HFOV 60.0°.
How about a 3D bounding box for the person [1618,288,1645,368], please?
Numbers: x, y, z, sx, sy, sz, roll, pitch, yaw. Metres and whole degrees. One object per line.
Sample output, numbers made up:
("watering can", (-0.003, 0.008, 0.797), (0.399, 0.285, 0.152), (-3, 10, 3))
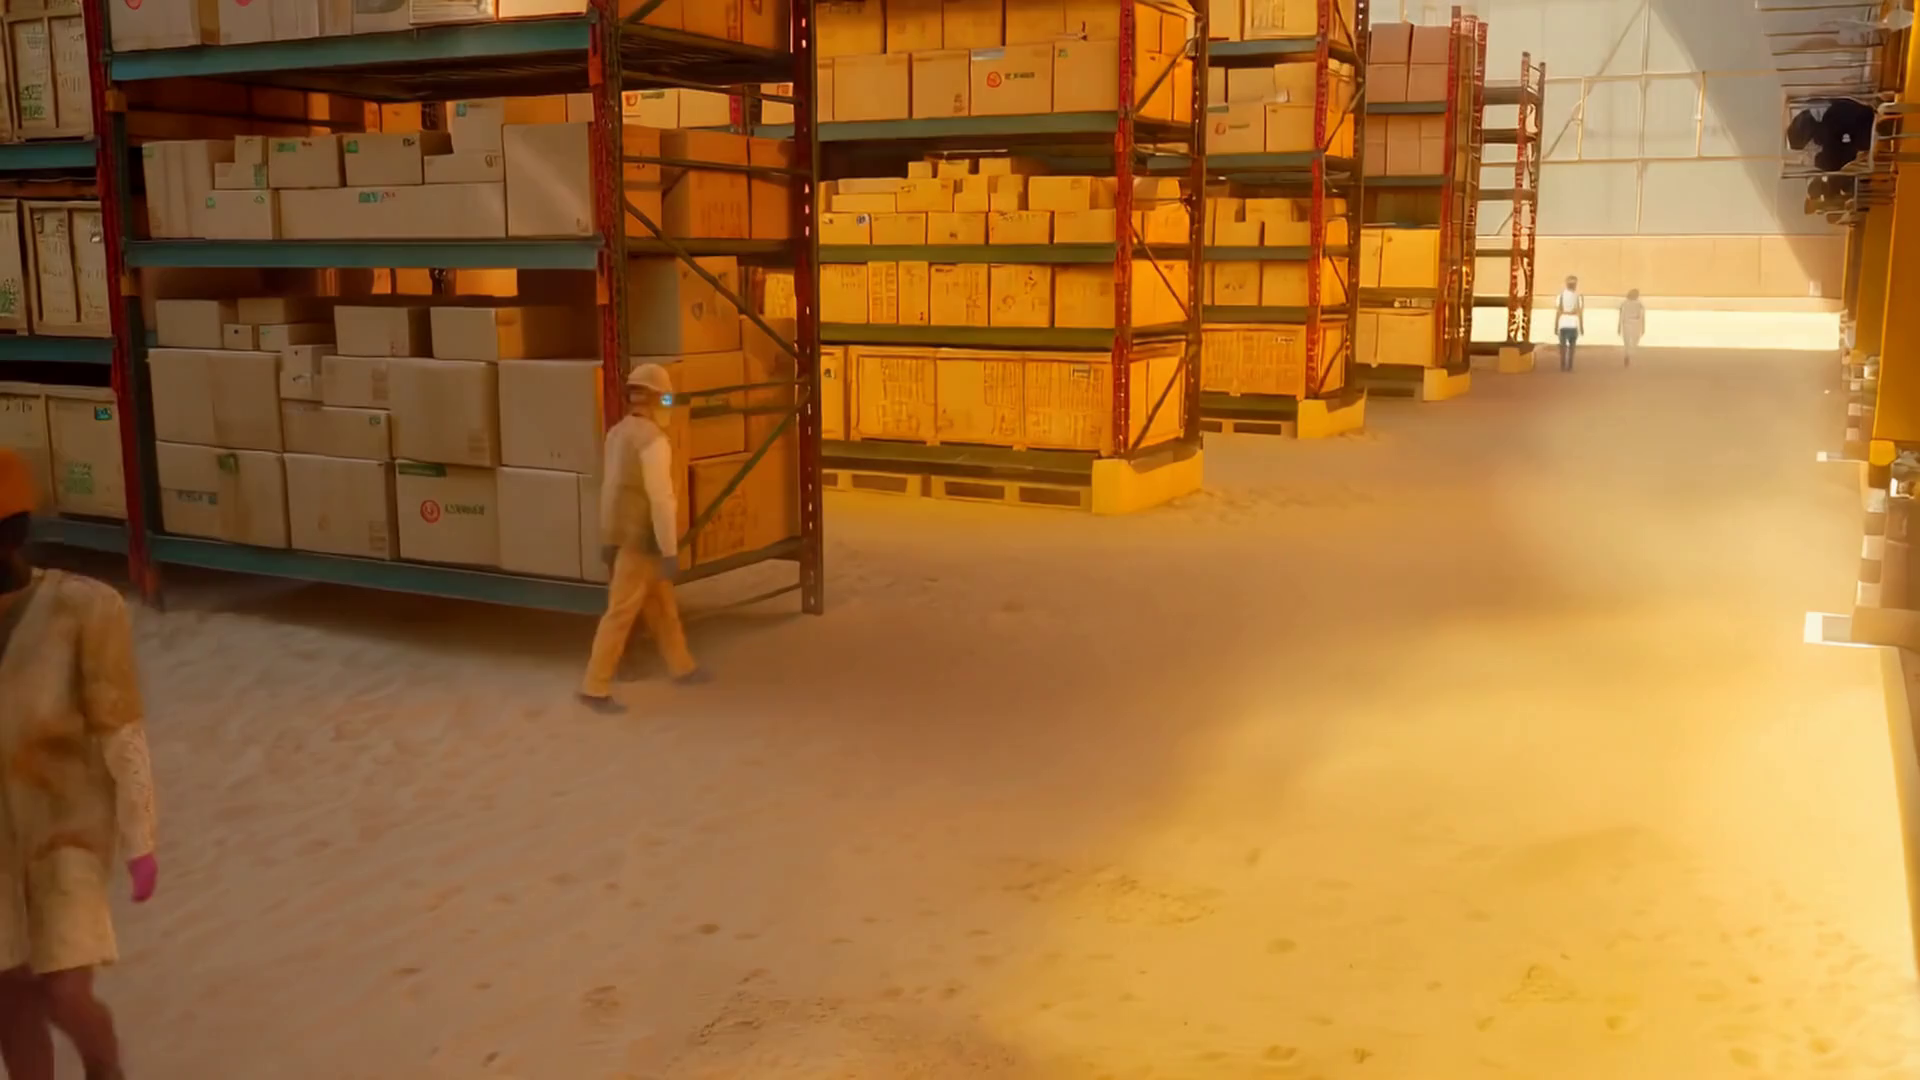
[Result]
("person", (13.529, -4.265, 33.564), (0.528, 1.619, 0.586), (8, 13, 40))

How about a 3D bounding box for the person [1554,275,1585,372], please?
("person", (11.821, -4.179, 32.290), (0.542, 1.905, 0.823), (4, 10, 21))

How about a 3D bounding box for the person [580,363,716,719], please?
("person", (-1.629, -0.012, 8.572), (0.881, 1.769, 0.646), (-6, 11, -29))

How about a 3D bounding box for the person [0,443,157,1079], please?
("person", (-2.225, 0.707, 3.936), (0.561, 1.919, 0.424), (-1, 10, -5))
